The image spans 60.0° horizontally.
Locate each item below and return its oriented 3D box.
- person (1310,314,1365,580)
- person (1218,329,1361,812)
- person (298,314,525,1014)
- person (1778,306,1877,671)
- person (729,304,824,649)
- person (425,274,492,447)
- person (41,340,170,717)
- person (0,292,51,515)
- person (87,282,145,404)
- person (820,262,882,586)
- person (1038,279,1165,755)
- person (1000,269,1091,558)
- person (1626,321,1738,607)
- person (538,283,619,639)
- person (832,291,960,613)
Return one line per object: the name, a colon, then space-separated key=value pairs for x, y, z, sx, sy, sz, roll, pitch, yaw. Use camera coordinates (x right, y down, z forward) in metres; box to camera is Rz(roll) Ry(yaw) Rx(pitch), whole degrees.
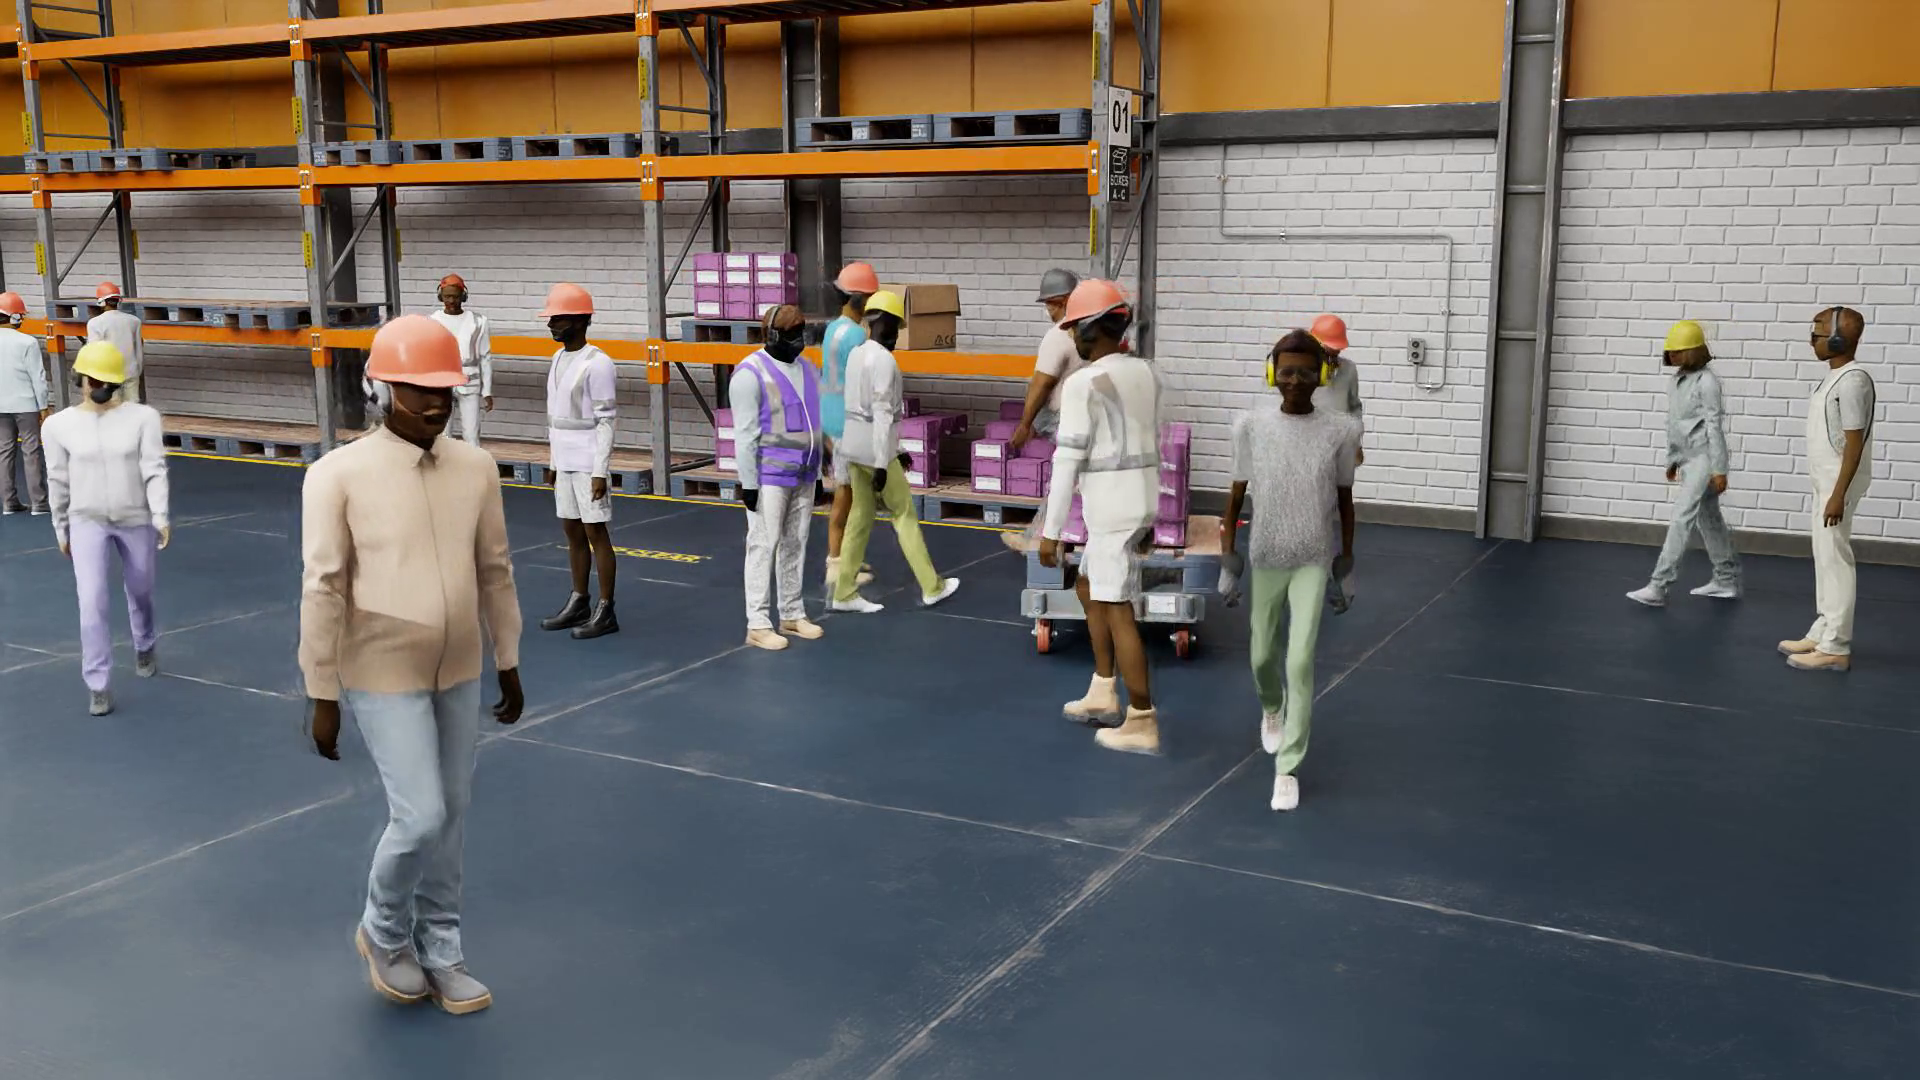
person: x=2.286 y=-0.615 z=10.740 sx=0.623 sy=1.706 sz=0.680 roll=-6 pitch=12 yaw=-29
person: x=1.309 y=0.075 z=6.613 sx=0.532 sy=1.849 sz=0.822 roll=3 pitch=11 yaw=16
person: x=-1.486 y=0.368 z=4.619 sx=0.431 sy=1.977 sz=0.645 roll=7 pitch=12 yaw=34
person: x=4.419 y=-0.257 z=8.426 sx=0.332 sy=1.842 sz=0.508 roll=4 pitch=11 yaw=20
person: x=-0.948 y=-0.340 z=8.922 sx=0.430 sy=1.836 sz=0.628 roll=7 pitch=13 yaw=35
person: x=-4.097 y=-1.210 z=13.531 sx=0.573 sy=1.887 sz=0.356 roll=-3 pitch=11 yaw=-15
person: x=-4.032 y=-0.102 z=7.899 sx=0.512 sy=1.718 sz=0.841 roll=-5 pitch=12 yaw=-28
person: x=-7.434 y=-1.071 z=13.132 sx=0.559 sy=1.751 sz=0.326 roll=2 pitch=10 yaw=9
person: x=-8.217 y=-1.631 z=16.196 sx=0.330 sy=1.753 sz=0.561 roll=6 pitch=12 yaw=29
person: x=-0.660 y=-0.705 z=10.390 sx=0.485 sy=2.027 sz=0.632 roll=-2 pitch=11 yaw=-11
person: x=0.620 y=-0.099 z=7.134 sx=0.740 sy=2.002 sz=0.637 roll=7 pitch=13 yaw=35
person: x=0.672 y=-0.809 z=10.910 sx=1.024 sy=2.000 sz=0.705 roll=5 pitch=12 yaw=27
person: x=4.319 y=-0.446 z=9.876 sx=0.875 sy=1.685 sz=0.570 roll=-1 pitch=10 yaw=-3
person: x=-2.095 y=-0.428 z=9.100 sx=0.361 sy=1.939 sz=0.542 roll=-10 pitch=14 yaw=-43
person: x=-0.406 y=-0.510 z=9.750 sx=0.857 sy=1.866 sz=0.618 roll=-5 pitch=12 yaw=-27
